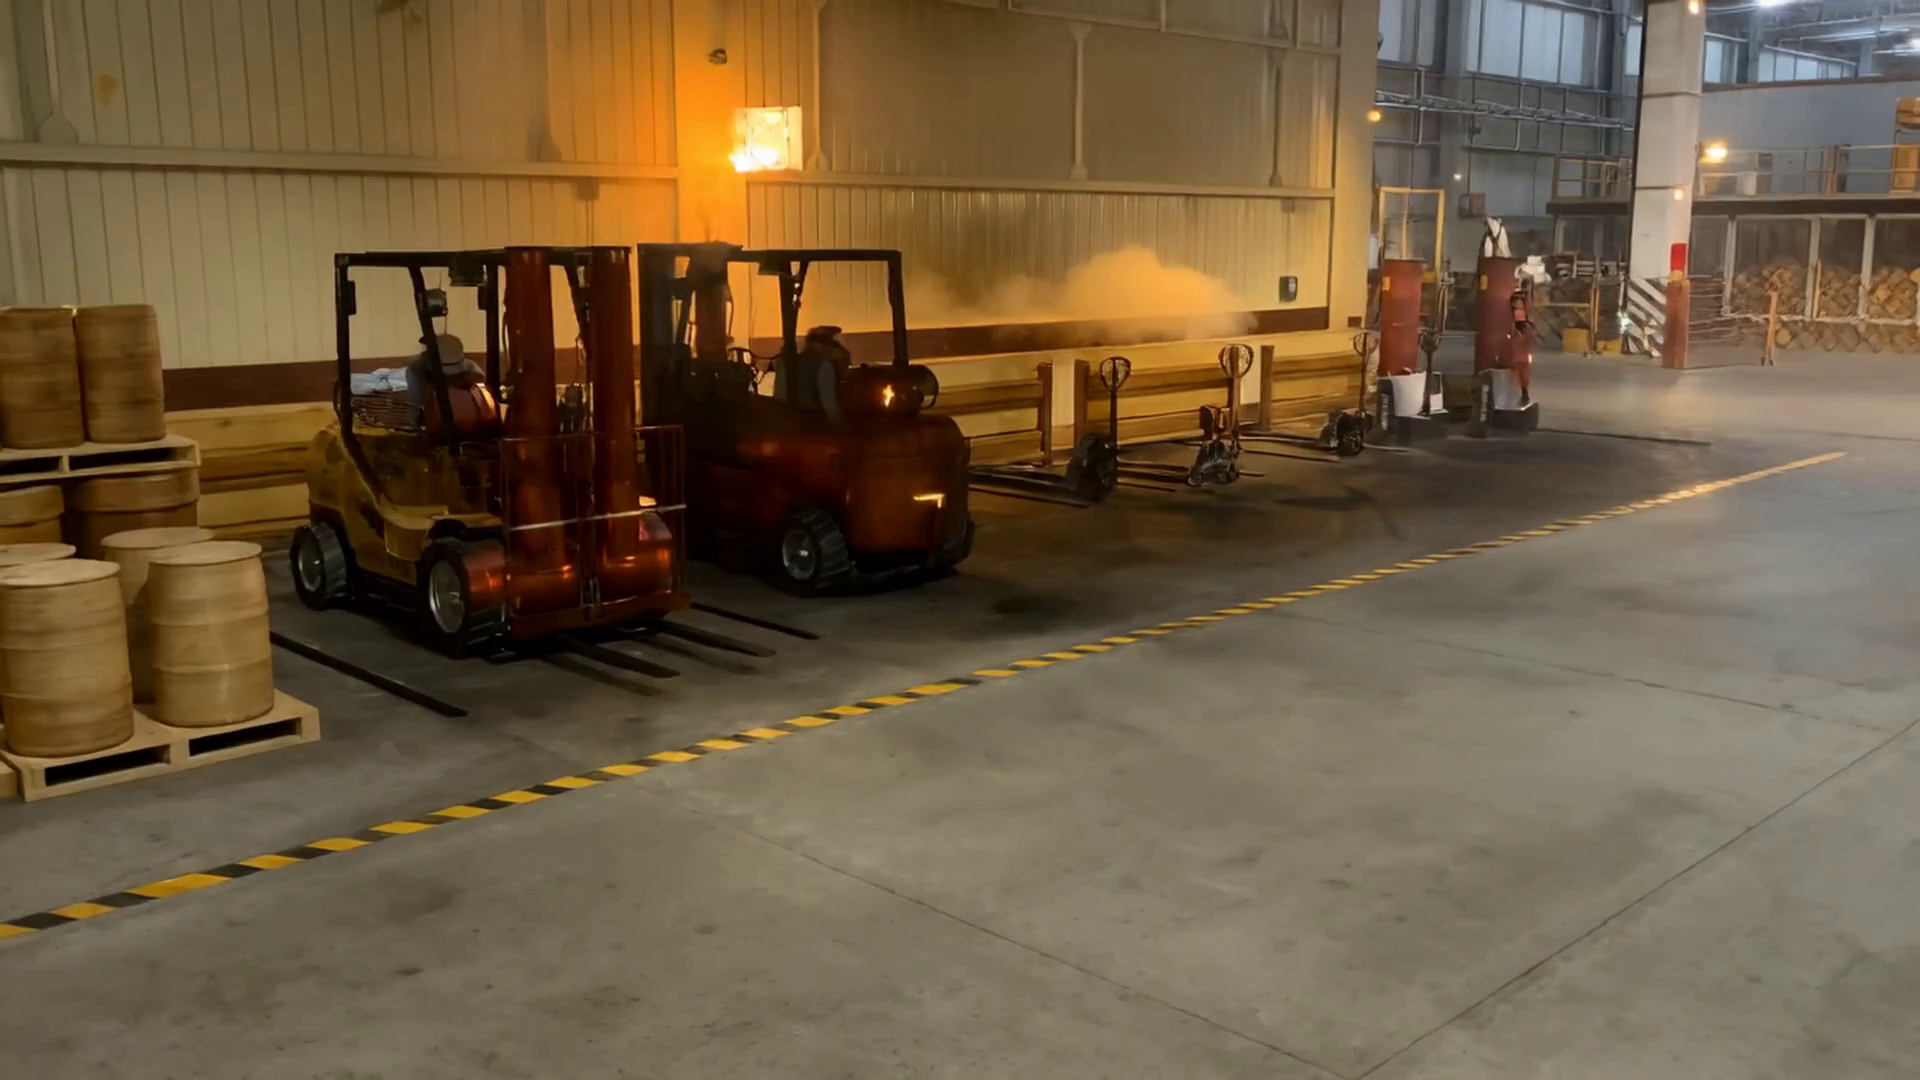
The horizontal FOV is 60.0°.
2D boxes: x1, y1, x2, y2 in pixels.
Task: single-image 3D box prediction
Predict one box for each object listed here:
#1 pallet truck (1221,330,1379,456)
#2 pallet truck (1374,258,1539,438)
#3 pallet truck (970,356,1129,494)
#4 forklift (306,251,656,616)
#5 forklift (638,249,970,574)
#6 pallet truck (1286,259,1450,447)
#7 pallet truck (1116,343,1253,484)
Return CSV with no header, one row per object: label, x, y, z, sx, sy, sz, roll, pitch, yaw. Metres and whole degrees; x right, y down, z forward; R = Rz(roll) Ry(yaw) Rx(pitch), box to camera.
pallet truck,3.563,-1.581,17.381,0.653,1.274,1.630,-10,14,-44
pallet truck,5.704,-2.208,18.901,1.885,1.965,0.823,10,14,43
pallet truck,0.784,-1.085,14.876,0.680,1.201,1.601,-10,14,-44
forklift,-2.833,-0.669,9.694,1.157,1.987,2.680,-10,14,-44
forklift,-1.173,-0.958,11.239,2.680,1.987,1.157,10,14,43
pallet truck,4.493,-2.078,18.196,0.823,1.965,1.885,-9,14,-40
pallet truck,1.962,-1.215,15.415,1.522,1.261,0.704,10,14,43
